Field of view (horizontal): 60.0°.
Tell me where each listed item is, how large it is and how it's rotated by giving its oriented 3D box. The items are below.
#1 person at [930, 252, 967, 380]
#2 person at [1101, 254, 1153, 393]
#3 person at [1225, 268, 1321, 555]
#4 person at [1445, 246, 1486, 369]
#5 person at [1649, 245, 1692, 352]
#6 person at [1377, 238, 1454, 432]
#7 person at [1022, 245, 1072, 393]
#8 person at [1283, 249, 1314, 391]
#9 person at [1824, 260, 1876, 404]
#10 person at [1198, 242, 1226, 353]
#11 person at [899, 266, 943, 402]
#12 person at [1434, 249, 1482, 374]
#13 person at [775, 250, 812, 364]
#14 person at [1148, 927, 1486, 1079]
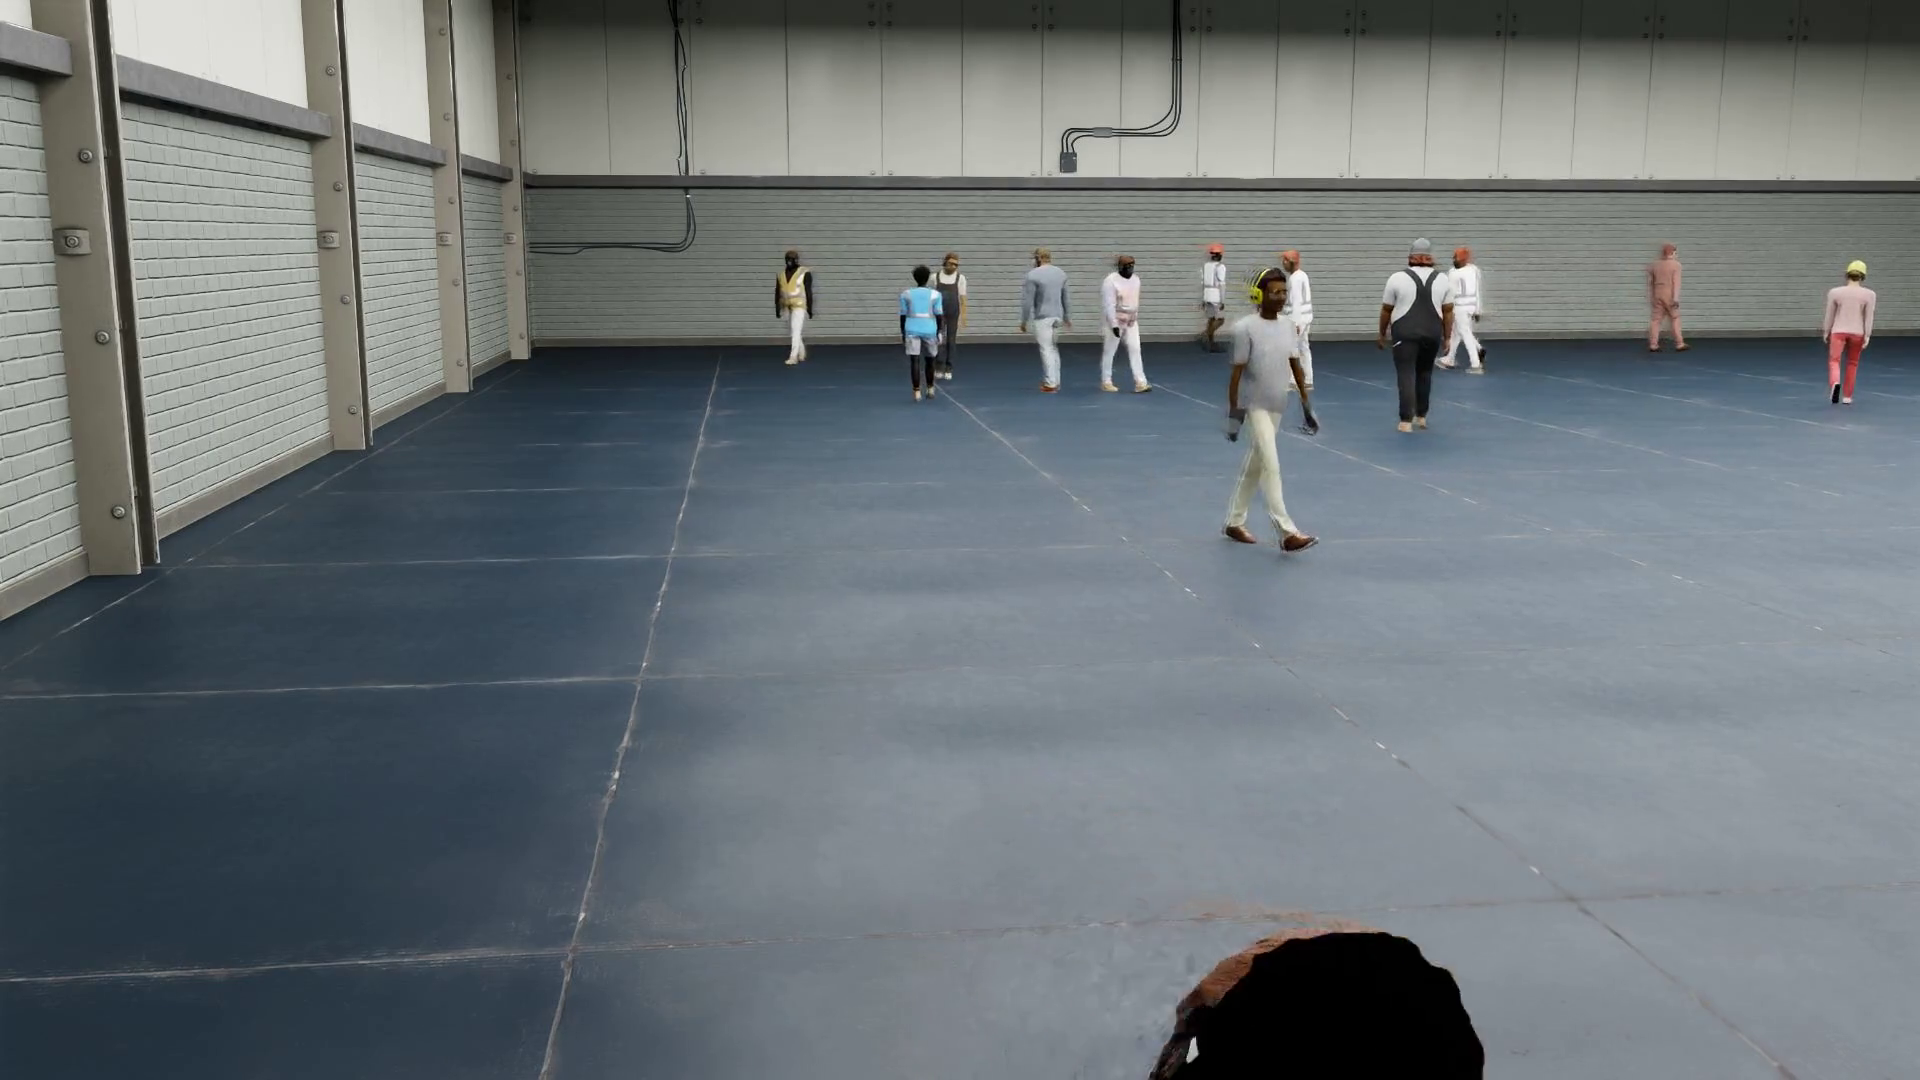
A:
[{"bbox_3d":[-0.173,-3.134,23.394,0.526,1.798,0.752,0,10,-1],"label":"person"},{"bbox_3d":[2.149,-2.786,21.520,0.634,1.791,0.926,-7,12,-34],"label":"person"},{"bbox_3d":[2.031,-0.824,10.709,0.515,1.822,0.969,-7,13,-35],"label":"person"},{"bbox_3d":[7.687,-3.546,25.432,0.650,1.888,0.662,-7,12,-34],"label":"person"},{"bbox_3d":[12.524,-4.249,29.302,0.805,1.873,0.675,-5,11,-24],"label":"person"},{"bbox_3d":[4.776,-2.184,17.544,0.702,2.000,0.909,0,10,-1],"label":"person"},{"bbox_3d":[1.136,-2.859,21.623,0.645,1.914,0.452,-9,13,-40],"label":"person"},{"bbox_3d":[4.441,-2.888,21.900,0.426,1.866,0.601,5,11,24],"label":"person"},{"bbox_3d":[10.664,-2.480,19.969,0.519,1.748,0.702,5,12,27],"label":"person"},{"bbox_3d":[4.367,-4.189,28.852,0.544,1.924,0.561,-7,13,-35],"label":"person"},{"bbox_3d":[-0.477,-2.575,20.723,0.552,1.648,0.843,0,10,2],"label":"person"},{"bbox_3d":[7.417,-3.397,24.763,0.594,1.827,1.016,-8,13,-36],"label":"person"},{"bbox_3d":[-2.651,-3.749,26.776,0.637,1.817,0.847,5,11,23],"label":"person"},{"bbox_3d":[0.165,1.007,1.258,0.319,1.607,0.670,-6,12,-28],"label":"person"}]
